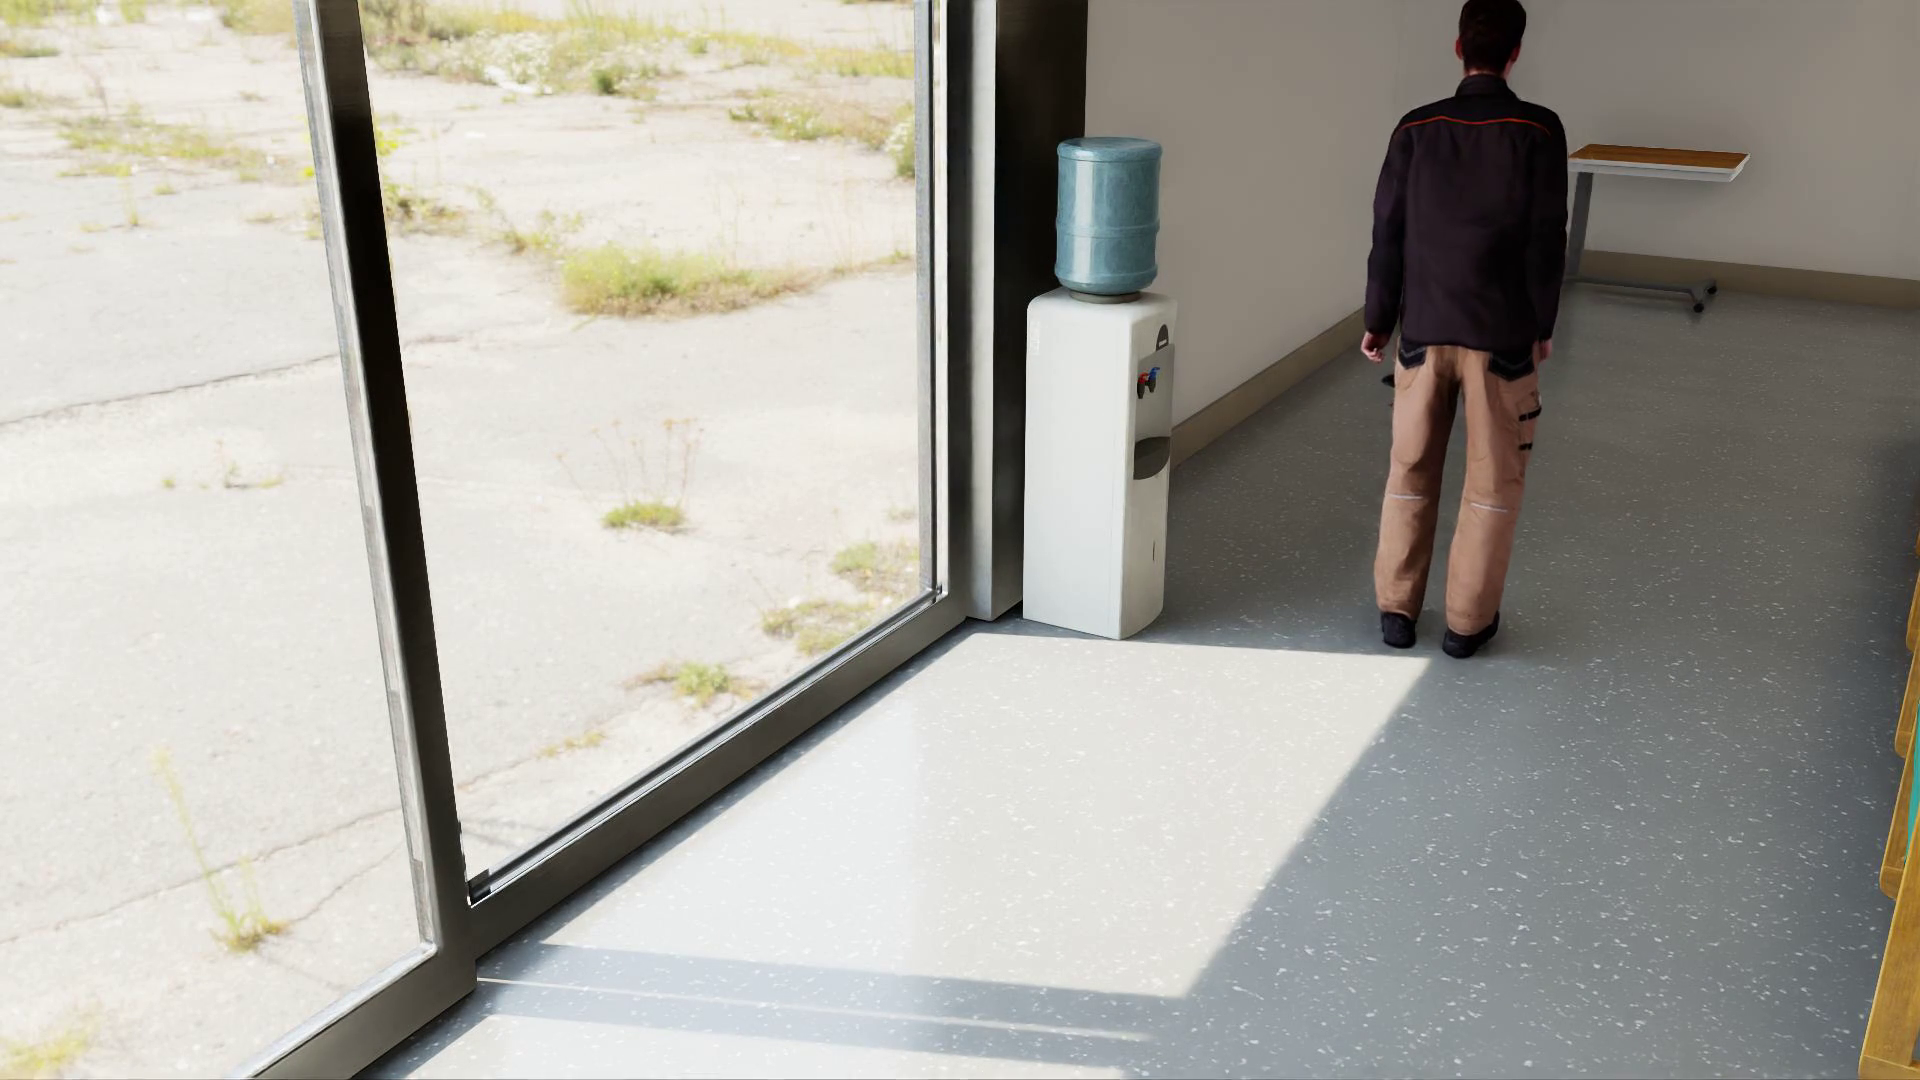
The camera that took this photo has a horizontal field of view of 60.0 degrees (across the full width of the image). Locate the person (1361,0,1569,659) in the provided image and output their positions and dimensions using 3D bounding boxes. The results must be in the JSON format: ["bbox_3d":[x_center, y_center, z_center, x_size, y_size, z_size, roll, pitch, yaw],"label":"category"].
[{"bbox_3d":[1.458,-0.574,4.811,0.540,1.911,0.769,10,23,25],"label":"person"}]
